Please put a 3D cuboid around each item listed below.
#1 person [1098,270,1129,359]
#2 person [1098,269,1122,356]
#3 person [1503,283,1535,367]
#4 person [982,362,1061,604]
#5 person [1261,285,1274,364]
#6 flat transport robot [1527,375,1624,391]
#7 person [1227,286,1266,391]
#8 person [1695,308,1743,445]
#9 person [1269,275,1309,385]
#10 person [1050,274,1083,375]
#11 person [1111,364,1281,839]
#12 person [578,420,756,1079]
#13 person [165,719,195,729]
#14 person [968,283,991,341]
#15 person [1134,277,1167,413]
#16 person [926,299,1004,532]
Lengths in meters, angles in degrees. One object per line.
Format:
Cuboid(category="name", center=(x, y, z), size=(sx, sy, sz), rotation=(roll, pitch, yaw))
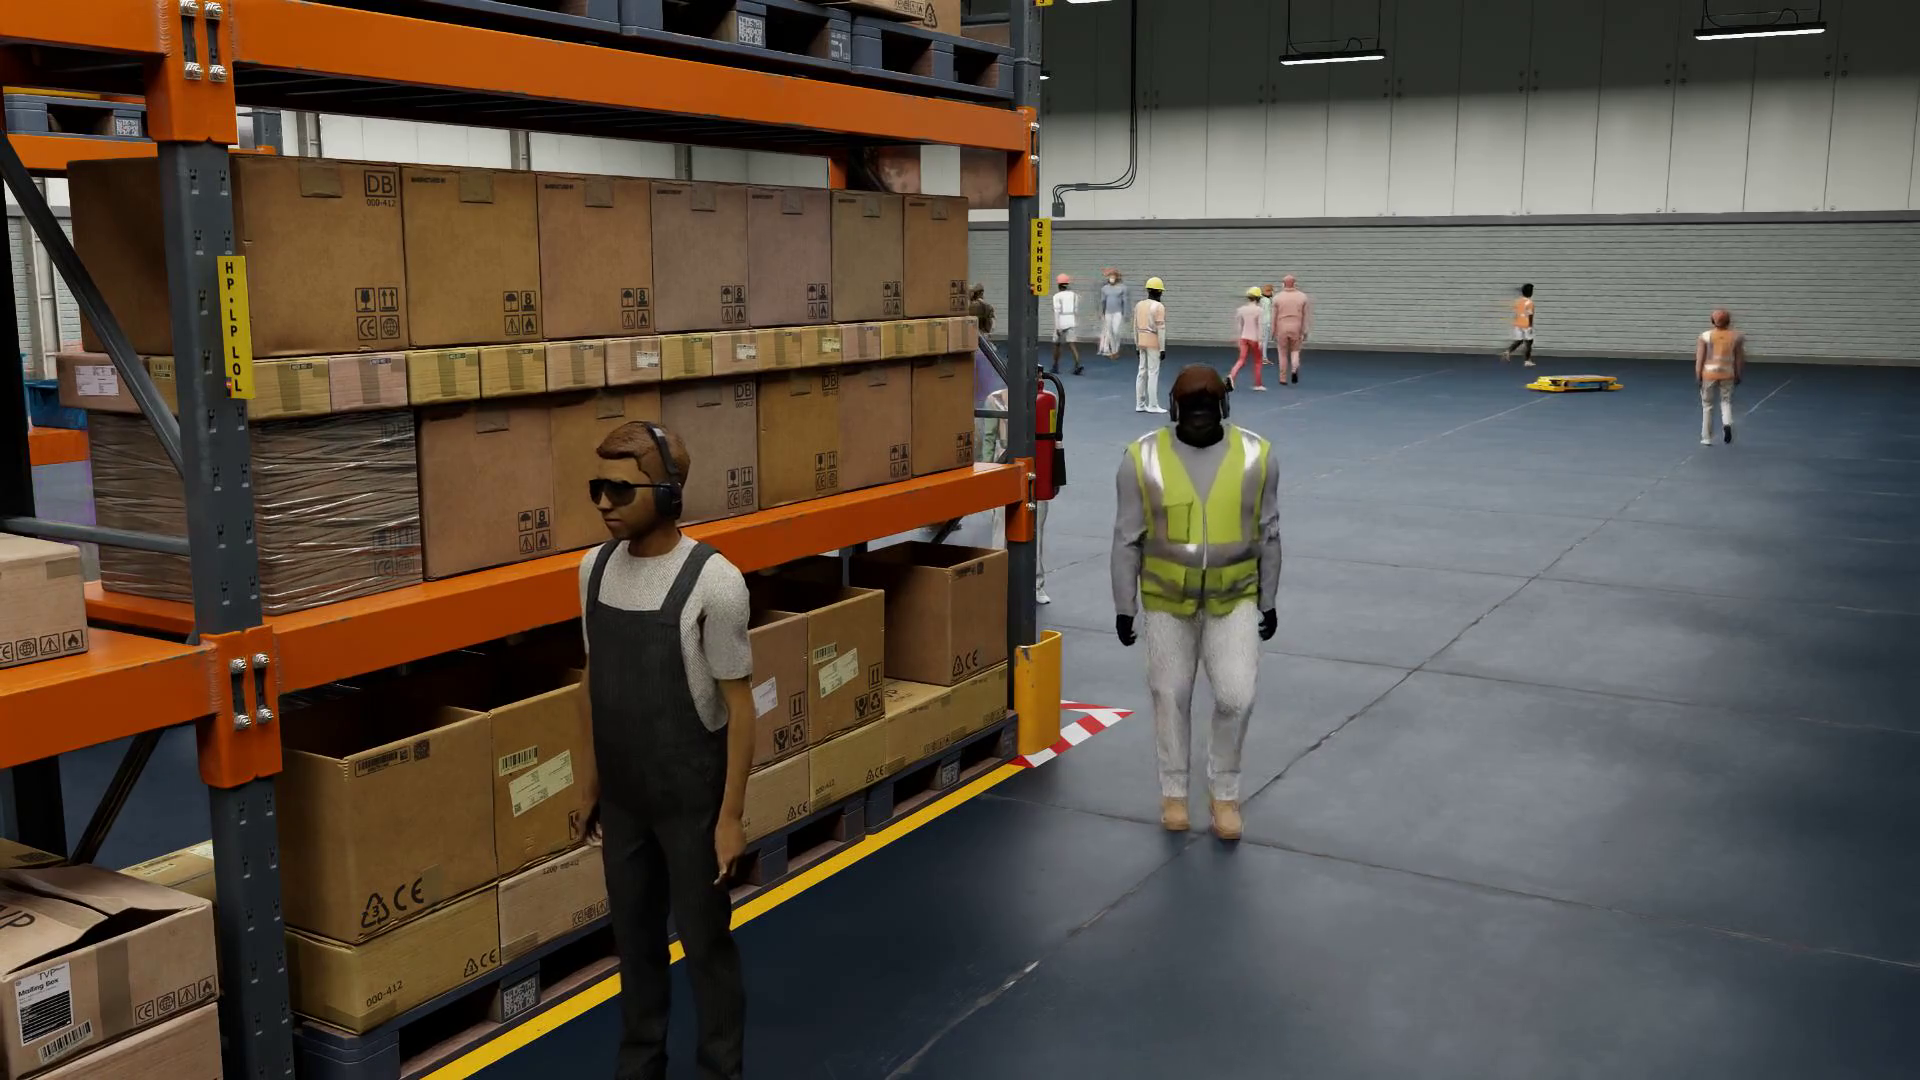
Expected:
Cuboid(category="person", center=(3.279, -4.858, 35.937), size=(0.647, 1.915, 0.657), rotation=(5, 11, 28))
Cuboid(category="person", center=(3.366, -5.103, 37.301), size=(0.515, 1.943, 0.735), rotation=(0, 10, 2))
Cuboid(category="person", center=(11.330, -4.326, 33.514), size=(0.606, 1.674, 0.538), rotation=(-3, 10, -18))
Cuboid(category="person", center=(0.395, -0.396, 10.636), size=(0.530, 1.638, 0.309), rotation=(-3, 10, -16))
Cuboid(category="person", center=(6.371, -4.477, 34.543), size=(0.279, 1.633, 0.504), rotation=(-1, 10, -4))
Cuboid(category="flat transport robot", center=(10.212, -2.609, 27.587), size=(1.431, 0.197, 0.652), rotation=(-4, 10, -20))
Cuboid(category="person", center=(4.747, -3.301, 27.367), size=(0.791, 1.740, 0.529), rotation=(-9, 13, -42))
Cuboid(category="person", center=(8.885, -1.901, 19.467), size=(0.532, 1.623, 0.497), rotation=(2, 10, 12))
Cuboid(category="person", center=(5.681, -3.628, 28.801), size=(0.673, 1.892, 0.422), rotation=(0, 10, 1))
Cuboid(category="person", center=(2.012, -4.050, 31.280), size=(0.545, 1.907, 0.909), rotation=(-5, 11, -25))
Cuboid(category="person", center=(0.900, 0.246, 6.342), size=(0.656, 1.821, 0.569), rotation=(1, 10, 4))
Cuboid(category="person", center=(-0.725, 0.627, 4.039), size=(0.507, 1.845, 0.339), rotation=(6, 11, 31))
Cuboid(category="person", center=(-3.685, -0.047, 7.824), size=(0.558, 1.901, 0.512), rotation=(8, 12, 38))
Cuboid(category="person", center=(0.173, -3.047, 25.618), size=(0.629, 1.822, 0.734), rotation=(-4, 11, -24))
Cuboid(category="person", center=(2.721, -2.763, 23.653), size=(0.381, 1.923, 0.591), rotation=(-6, 12, -33))
Cuboid(category="person", center=(0.160, -1.008, 13.510), size=(1.039, 1.882, 0.655), rotation=(-4, 10, -22))
